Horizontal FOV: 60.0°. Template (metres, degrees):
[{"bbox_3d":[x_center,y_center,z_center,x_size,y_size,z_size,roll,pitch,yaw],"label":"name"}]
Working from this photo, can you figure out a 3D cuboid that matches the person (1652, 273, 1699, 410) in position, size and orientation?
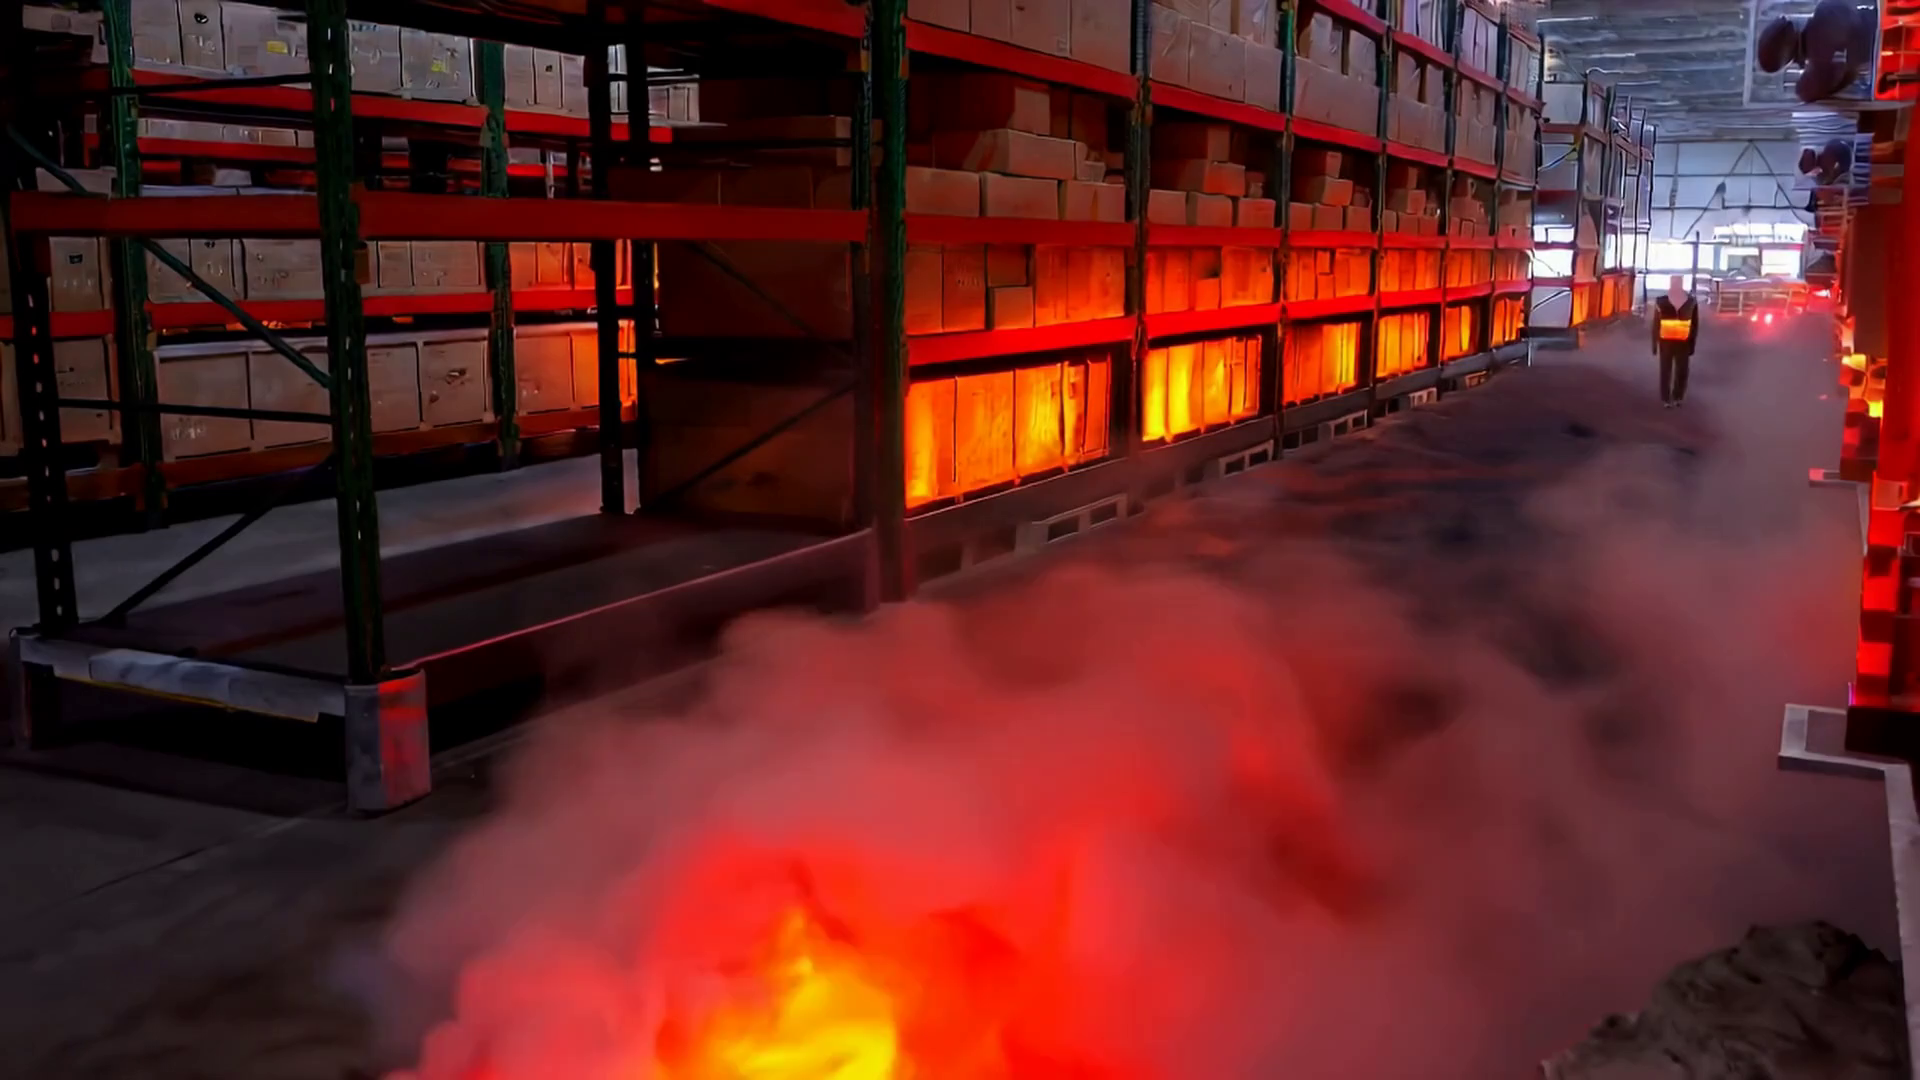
[{"bbox_3d":[9.906,-2.744,23.070,0.588,1.899,0.593,3,10,17],"label":"person"}]
